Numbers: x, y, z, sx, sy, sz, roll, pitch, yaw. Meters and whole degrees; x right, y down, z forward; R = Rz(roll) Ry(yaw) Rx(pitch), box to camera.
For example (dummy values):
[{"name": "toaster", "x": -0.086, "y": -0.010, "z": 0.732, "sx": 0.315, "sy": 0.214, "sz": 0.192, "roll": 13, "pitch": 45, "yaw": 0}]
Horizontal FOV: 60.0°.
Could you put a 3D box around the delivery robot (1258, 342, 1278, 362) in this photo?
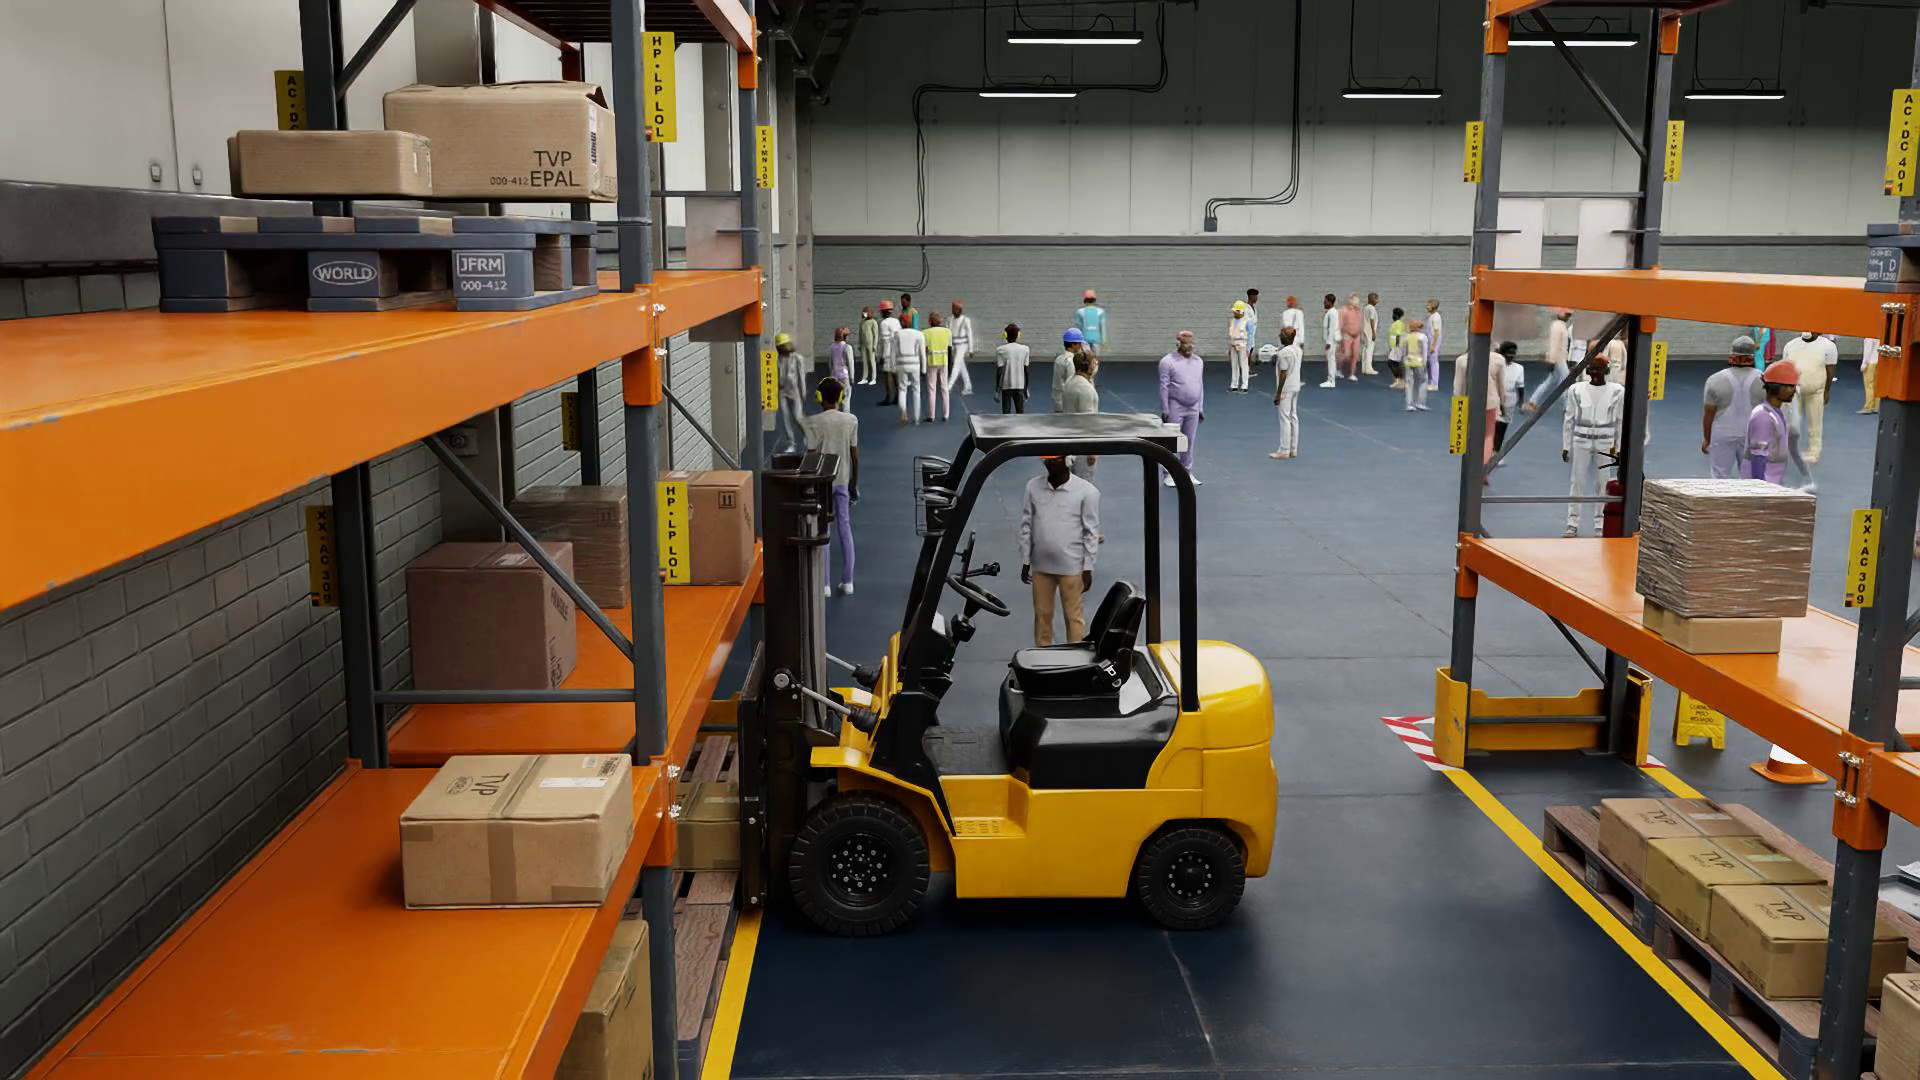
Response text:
[{"name": "delivery robot", "x": 7.489, "y": -4.571, "z": 40.405, "sx": 0.477, "sy": 0.478, "sz": 0.707, "roll": 4, "pitch": 11, "yaw": 23}]

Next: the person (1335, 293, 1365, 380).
[{"name": "person", "x": 8.420, "y": -4.383, "z": 35.912, "sx": 0.690, "sy": 1.885, "sz": 0.464, "roll": -6, "pitch": 12, "yaw": -29}]

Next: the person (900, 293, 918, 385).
[{"name": "person", "x": -1.085, "y": -4.187, "z": 34.735, "sx": 0.392, "sy": 1.917, "sz": 0.588, "roll": -7, "pitch": 12, "yaw": -34}]

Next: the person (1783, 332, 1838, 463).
[{"name": "person", "x": 11.480, "y": -2.072, "z": 22.603, "sx": 0.683, "sy": 2.000, "sz": 0.535, "roll": 9, "pitch": 14, "yaw": 42}]

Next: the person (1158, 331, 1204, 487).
[{"name": "person", "x": 2.734, "y": -1.606, "z": 20.383, "sx": 0.643, "sy": 1.908, "sz": 0.411, "roll": -6, "pitch": 12, "yaw": -29}]

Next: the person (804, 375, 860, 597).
[{"name": "person", "x": -1.099, "y": -0.454, "z": 14.063, "sx": 0.532, "sy": 1.870, "sz": 0.319, "roll": -6, "pitch": 12, "yaw": -30}]

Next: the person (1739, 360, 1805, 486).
[{"name": "person", "x": 6.606, "y": -0.448, "z": 13.596, "sx": 0.419, "sy": 2.034, "sz": 0.605, "roll": 7, "pitch": 12, "yaw": 34}]

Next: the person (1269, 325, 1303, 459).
[{"name": "person", "x": 4.507, "y": -2.035, "z": 22.940, "sx": 0.341, "sy": 1.845, "sz": 0.511, "roll": 8, "pitch": 13, "yaw": 39}]

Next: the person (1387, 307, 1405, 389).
[{"name": "person", "x": 8.868, "y": -3.881, "z": 33.760, "sx": 0.362, "sy": 1.659, "sz": 0.608, "roll": 3, "pitch": 11, "yaw": 18}]

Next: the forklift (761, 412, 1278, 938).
[{"name": "forklift", "x": 0.291, "y": 0.548, "z": 7.580, "sx": 2.313, "sy": 2.155, "sz": 1.214, "roll": 0, "pitch": 10, "yaw": -2}]

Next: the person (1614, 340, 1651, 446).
[{"name": "person", "x": 9.741, "y": -2.157, "z": 24.290, "sx": 0.811, "sy": 1.603, "sz": 0.540, "roll": -3, "pitch": 11, "yaw": -18}]

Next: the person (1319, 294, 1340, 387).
[{"name": "person", "x": 7.649, "y": -4.114, "z": 34.319, "sx": 0.390, "sy": 1.920, "sz": 0.587, "roll": 2, "pitch": 10, "yaw": 13}]

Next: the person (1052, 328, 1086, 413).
[{"name": "person", "x": 1.339, "y": -1.629, "z": 20.427, "sx": 0.426, "sy": 1.939, "sz": 0.609, "roll": -2, "pitch": 10, "yaw": -13}]

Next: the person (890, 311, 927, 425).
[{"name": "person", "x": -0.834, "y": -2.781, "z": 27.048, "sx": 0.603, "sy": 1.867, "sz": 0.598, "roll": -1, "pitch": 10, "yaw": -3}]

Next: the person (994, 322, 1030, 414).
[{"name": "person", "x": 0.726, "y": -2.100, "z": 23.239, "sx": 0.509, "sy": 1.872, "sz": 0.329, "roll": -3, "pitch": 11, "yaw": -16}]

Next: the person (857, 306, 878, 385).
[{"name": "person", "x": -1.941, "y": -4.079, "z": 34.909, "sx": 0.507, "sy": 1.636, "sz": 0.277, "roll": 8, "pitch": 13, "yaw": 38}]

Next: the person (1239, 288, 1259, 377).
[{"name": "person", "x": 6.425, "y": -4.607, "z": 36.967, "sx": 0.376, "sy": 1.958, "sz": 0.606, "roll": 6, "pitch": 12, "yaw": 29}]

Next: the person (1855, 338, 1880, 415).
[{"name": "person", "x": 15.803, "y": -3.057, "z": 28.858, "sx": 0.534, "sy": 1.767, "sz": 0.319, "roll": -7, "pitch": 12, "yaw": -33}]

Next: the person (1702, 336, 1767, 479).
[{"name": "person", "x": 7.935, "y": -1.067, "z": 17.003, "sx": 0.672, "sy": 2.000, "sz": 0.536, "roll": 4, "pitch": 11, "yaw": 21}]

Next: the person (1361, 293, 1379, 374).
[{"name": "person", "x": 9.281, "y": -4.666, "z": 37.611, "sx": 0.346, "sy": 1.842, "sz": 0.506, "roll": -1, "pitch": 10, "yaw": -6}]

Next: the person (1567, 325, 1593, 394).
[{"name": "person", "x": 10.441, "y": -2.974, "z": 27.984, "sx": 0.391, "sy": 1.914, "sz": 0.587, "roll": -4, "pitch": 11, "yaw": -21}]

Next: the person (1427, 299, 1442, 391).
[{"name": "person", "x": 9.515, "y": -3.923, "z": 33.459, "sx": 0.348, "sy": 1.846, "sz": 0.506, "roll": 2, "pitch": 10, "yaw": 12}]

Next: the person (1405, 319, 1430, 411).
[{"name": "person", "x": 8.107, "y": -3.090, "z": 29.394, "sx": 0.519, "sy": 1.623, "sz": 0.547, "roll": -7, "pitch": 12, "yaw": -34}]

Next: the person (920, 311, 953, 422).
[{"name": "person", "x": -0.391, "y": -2.869, "z": 27.606, "sx": 0.563, "sy": 1.838, "sz": 0.388, "roll": -4, "pitch": 11, "yaw": -19}]

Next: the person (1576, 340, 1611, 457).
[{"name": "person", "x": 8.823, "y": -1.978, "z": 23.227, "sx": 0.317, "sy": 1.631, "sz": 0.527, "roll": -8, "pitch": 13, "yaw": -39}]

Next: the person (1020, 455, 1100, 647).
[{"name": "person", "x": 0.643, "y": 0.144, "z": 11.055, "sx": 0.563, "sy": 1.751, "sz": 0.330, "roll": 6, "pitch": 12, "yaw": 28}]

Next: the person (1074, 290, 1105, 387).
[{"name": "person", "x": 2.617, "y": -4.081, "z": 33.922, "sx": 0.632, "sy": 1.987, "sz": 1.096, "roll": -2, "pitch": 10, "yaw": -9}]

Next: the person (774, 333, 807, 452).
[{"name": "person", "x": -2.414, "y": -2.087, "z": 23.657, "sx": 0.525, "sy": 1.703, "sz": 0.487, "roll": 4, "pitch": 11, "yaw": 19}]

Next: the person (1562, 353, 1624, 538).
[{"name": "person", "x": 6.362, "y": -0.937, "z": 16.717, "sx": 0.584, "sy": 1.882, "sz": 0.339, "roll": 5, "pitch": 11, "yaw": 24}]

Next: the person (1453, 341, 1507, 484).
[{"name": "person", "x": 6.430, "y": -1.677, "z": 20.596, "sx": 0.630, "sy": 1.970, "sz": 0.741, "roll": 4, "pitch": 11, "yaw": 21}]

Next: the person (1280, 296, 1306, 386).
[{"name": "person", "x": 6.964, "y": -4.134, "z": 34.656, "sx": 0.342, "sy": 1.858, "sz": 0.745, "roll": -7, "pitch": 12, "yaw": -35}]

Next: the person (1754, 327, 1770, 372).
[{"name": "person", "x": 16.614, "y": -4.108, "z": 34.541, "sx": 0.355, "sy": 1.832, "sz": 0.515, "roll": 6, "pitch": 12, "yaw": 30}]

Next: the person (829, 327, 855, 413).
[{"name": "person", "x": -1.876, "y": -2.567, "z": 26.462, "sx": 0.521, "sy": 1.645, "sz": 0.306, "roll": 9, "pitch": 13, "yaw": 40}]

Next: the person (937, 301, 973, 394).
[{"name": "person", "x": -0.073, "y": -3.720, "z": 32.369, "sx": 1.027, "sy": 1.820, "sz": 0.570, "roll": -9, "pitch": 14, "yaw": -41}]

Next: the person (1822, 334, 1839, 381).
[{"name": "person", "x": 18.815, "y": -4.382, "z": 35.831, "sx": 0.399, "sy": 1.919, "sz": 0.583, "roll": 7, "pitch": 12, "yaw": 35}]

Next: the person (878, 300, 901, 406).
[{"name": "person", "x": -1.314, "y": -3.417, "z": 30.395, "sx": 0.379, "sy": 1.932, "sz": 0.552, "roll": 5, "pitch": 11, "yaw": 27}]

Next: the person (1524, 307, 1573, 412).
[{"name": "person", "x": 10.312, "y": -3.134, "z": 28.767, "sx": 0.977, "sy": 1.958, "sz": 0.609, "roll": 4, "pitch": 11, "yaw": 23}]

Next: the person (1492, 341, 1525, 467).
[{"name": "person", "x": 7.256, "y": -1.800, "z": 22.098, "sx": 0.546, "sy": 1.665, "sz": 0.766, "roll": -2, "pitch": 10, "yaw": -9}]

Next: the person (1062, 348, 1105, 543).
[{"name": "person", "x": 1.214, "y": -0.939, "z": 16.577, "sx": 0.372, "sy": 1.940, "sz": 0.630, "roll": -3, "pitch": 11, "yaw": -16}]

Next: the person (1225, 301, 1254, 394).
[{"name": "person", "x": 5.511, "y": -3.796, "z": 32.800, "sx": 0.404, "sy": 1.828, "sz": 0.592, "roll": -7, "pitch": 12, "yaw": -34}]
